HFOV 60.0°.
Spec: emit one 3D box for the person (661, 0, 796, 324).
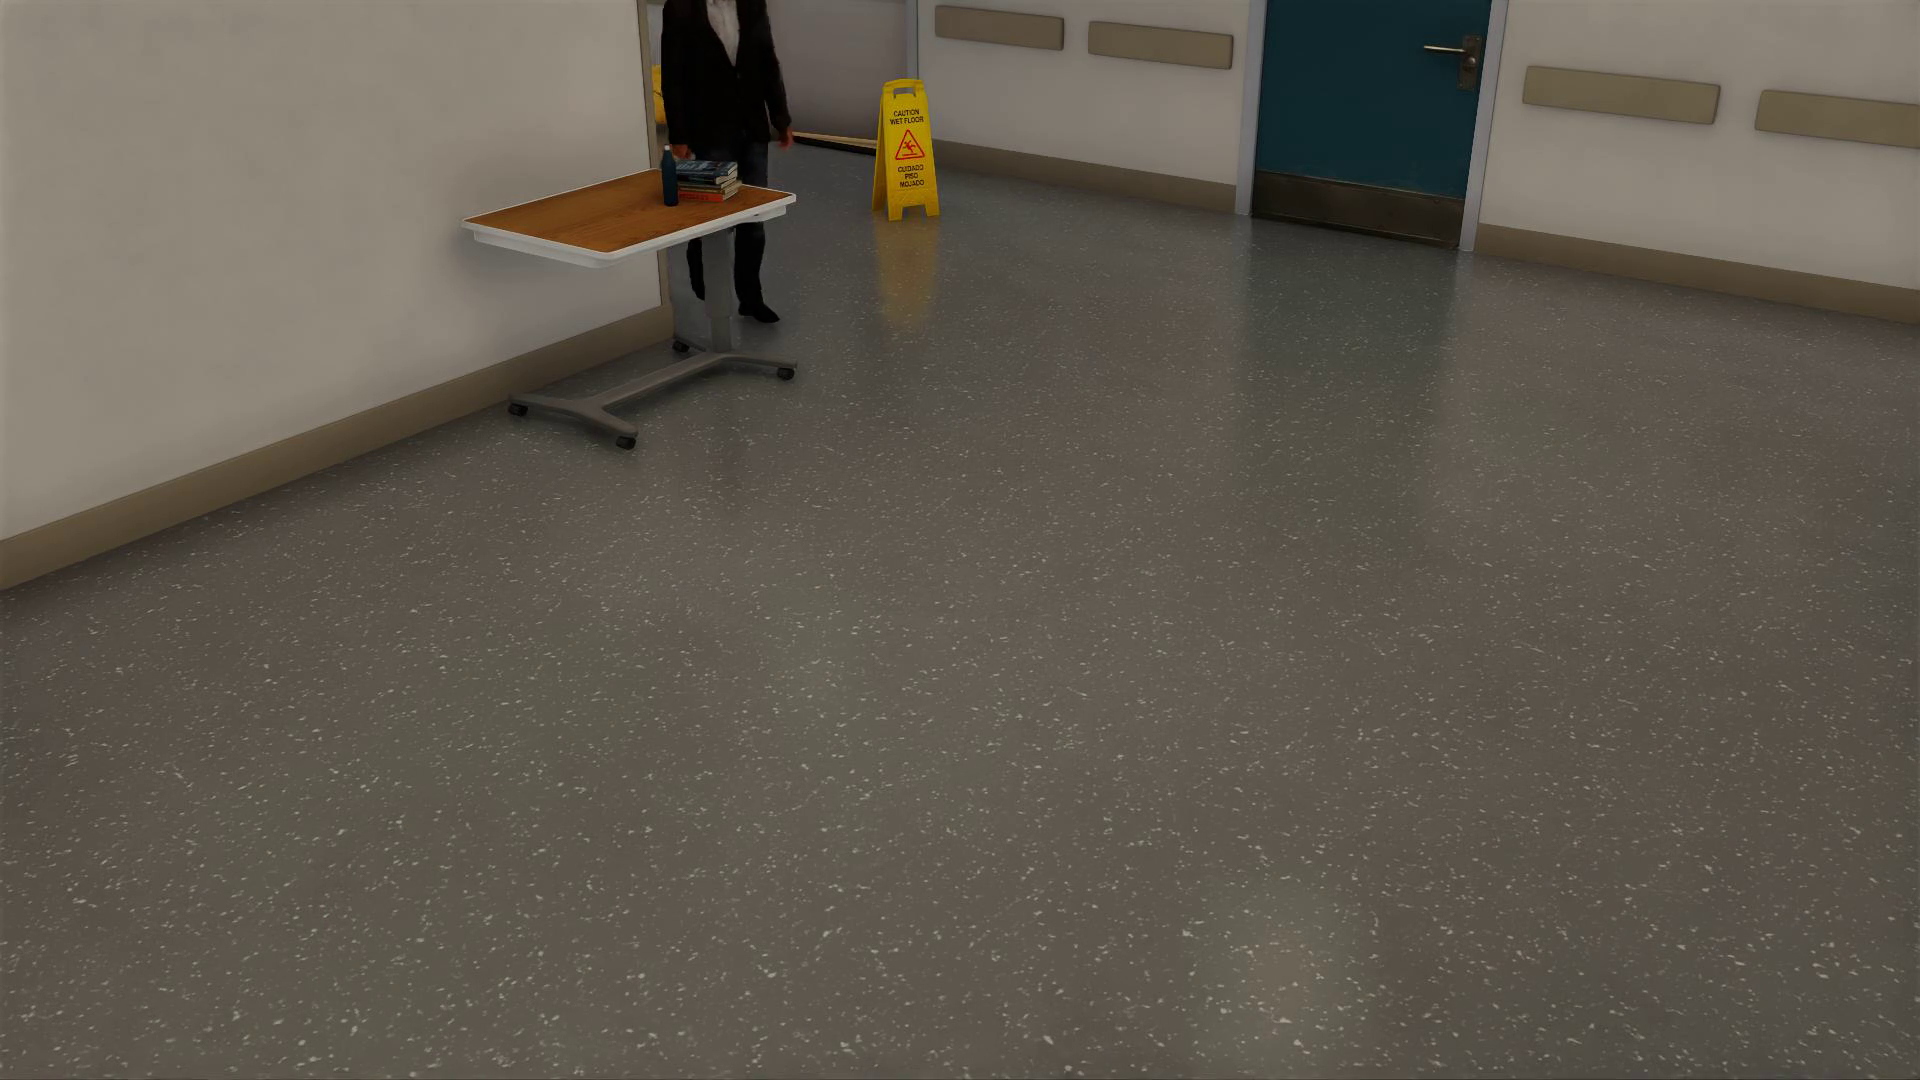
[{"bbox_3d":[-1.102,-1.878,7.560,0.854,1.785,0.917,-20,32,-35],"label":"person"}]
